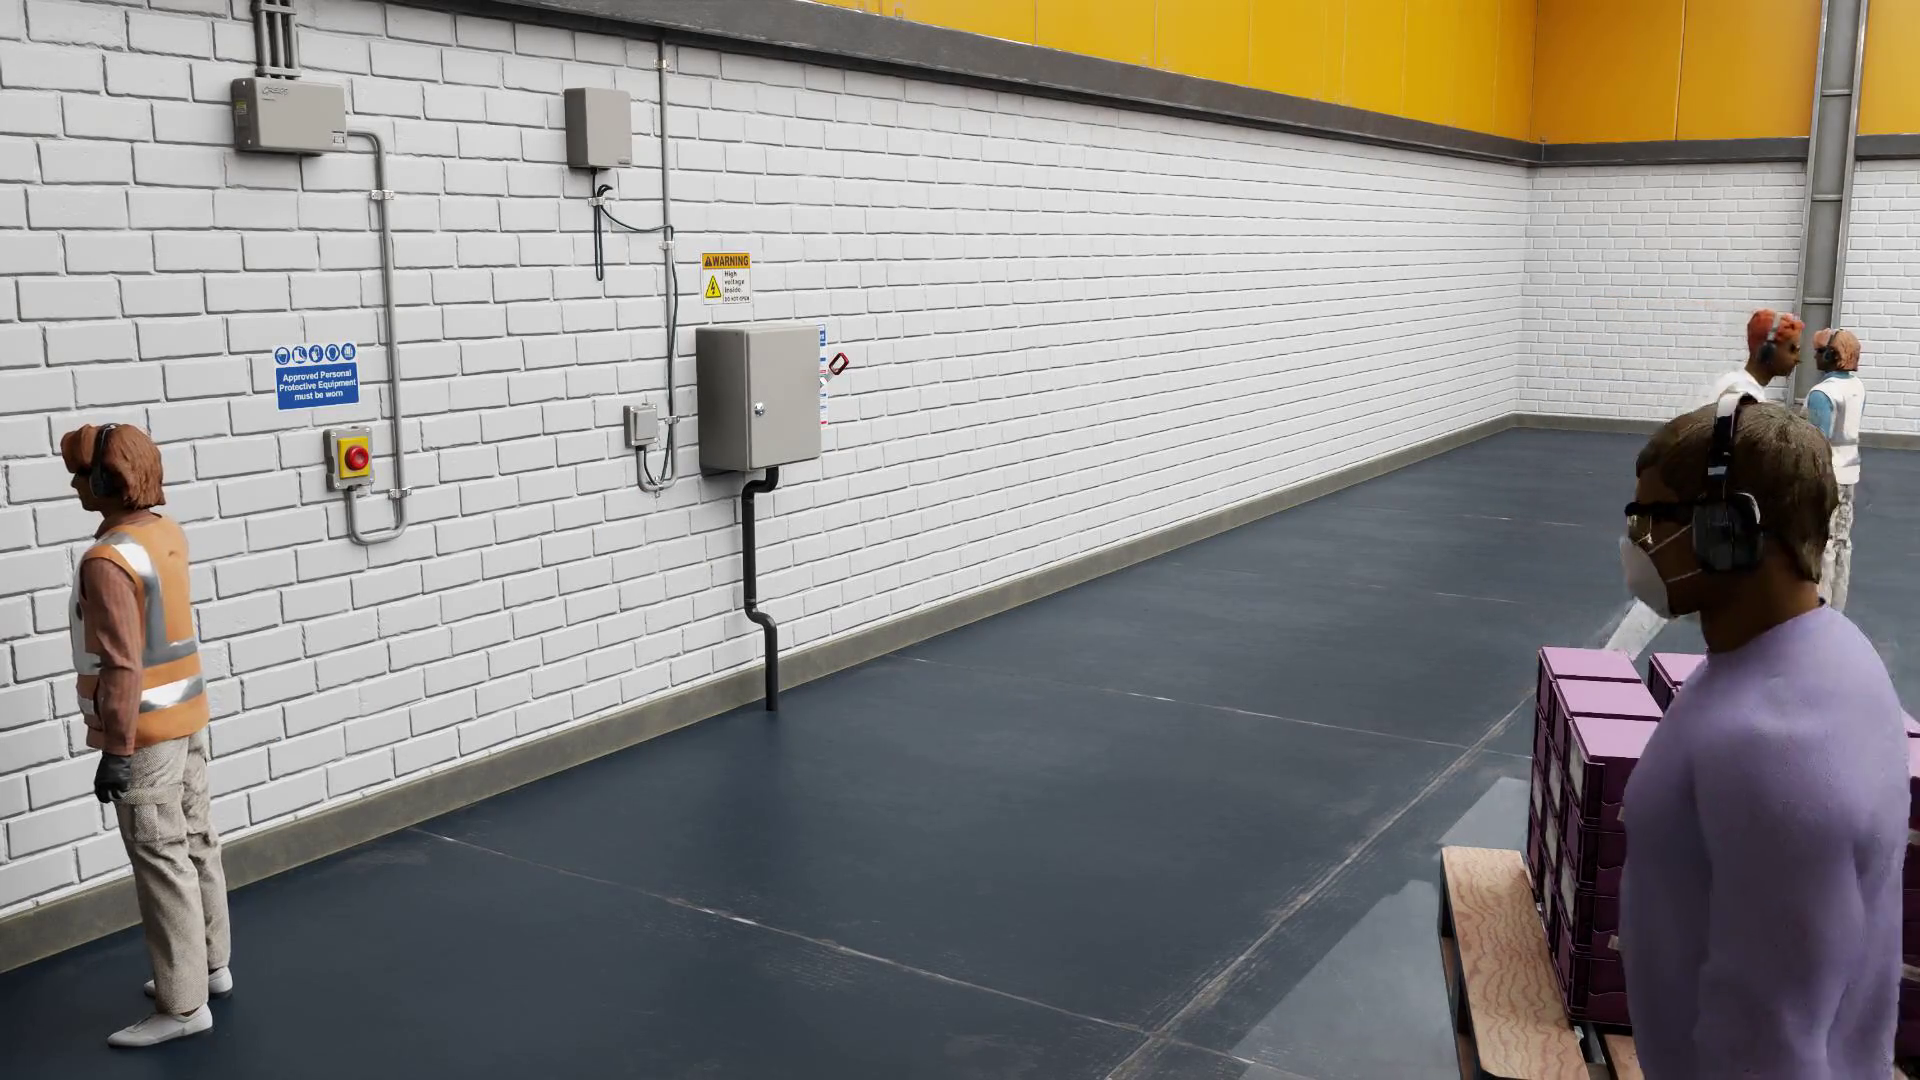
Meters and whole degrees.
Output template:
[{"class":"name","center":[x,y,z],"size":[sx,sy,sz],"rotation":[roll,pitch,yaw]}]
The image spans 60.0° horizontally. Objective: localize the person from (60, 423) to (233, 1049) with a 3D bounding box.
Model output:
[{"class":"person","center":[-2.135,0.507,4.369],"size":[0.311,1.639,0.521],"rotation":[-1,10,-8]}]

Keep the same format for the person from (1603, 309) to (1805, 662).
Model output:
[{"class":"person","center":[3.304,-0.110,7.334],"size":[1.017,1.817,0.617],"rotation":[5,11,24]}]

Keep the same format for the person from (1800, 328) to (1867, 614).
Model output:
[{"class":"person","center":[4.621,-0.305,8.870],"size":[0.511,1.640,0.308],"rotation":[-9,14,-41]}]

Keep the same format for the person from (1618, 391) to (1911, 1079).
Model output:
[{"class":"person","center":[0.968,0.773,2.143],"size":[0.428,1.913,0.659],"rotation":[6,12,29]}]
